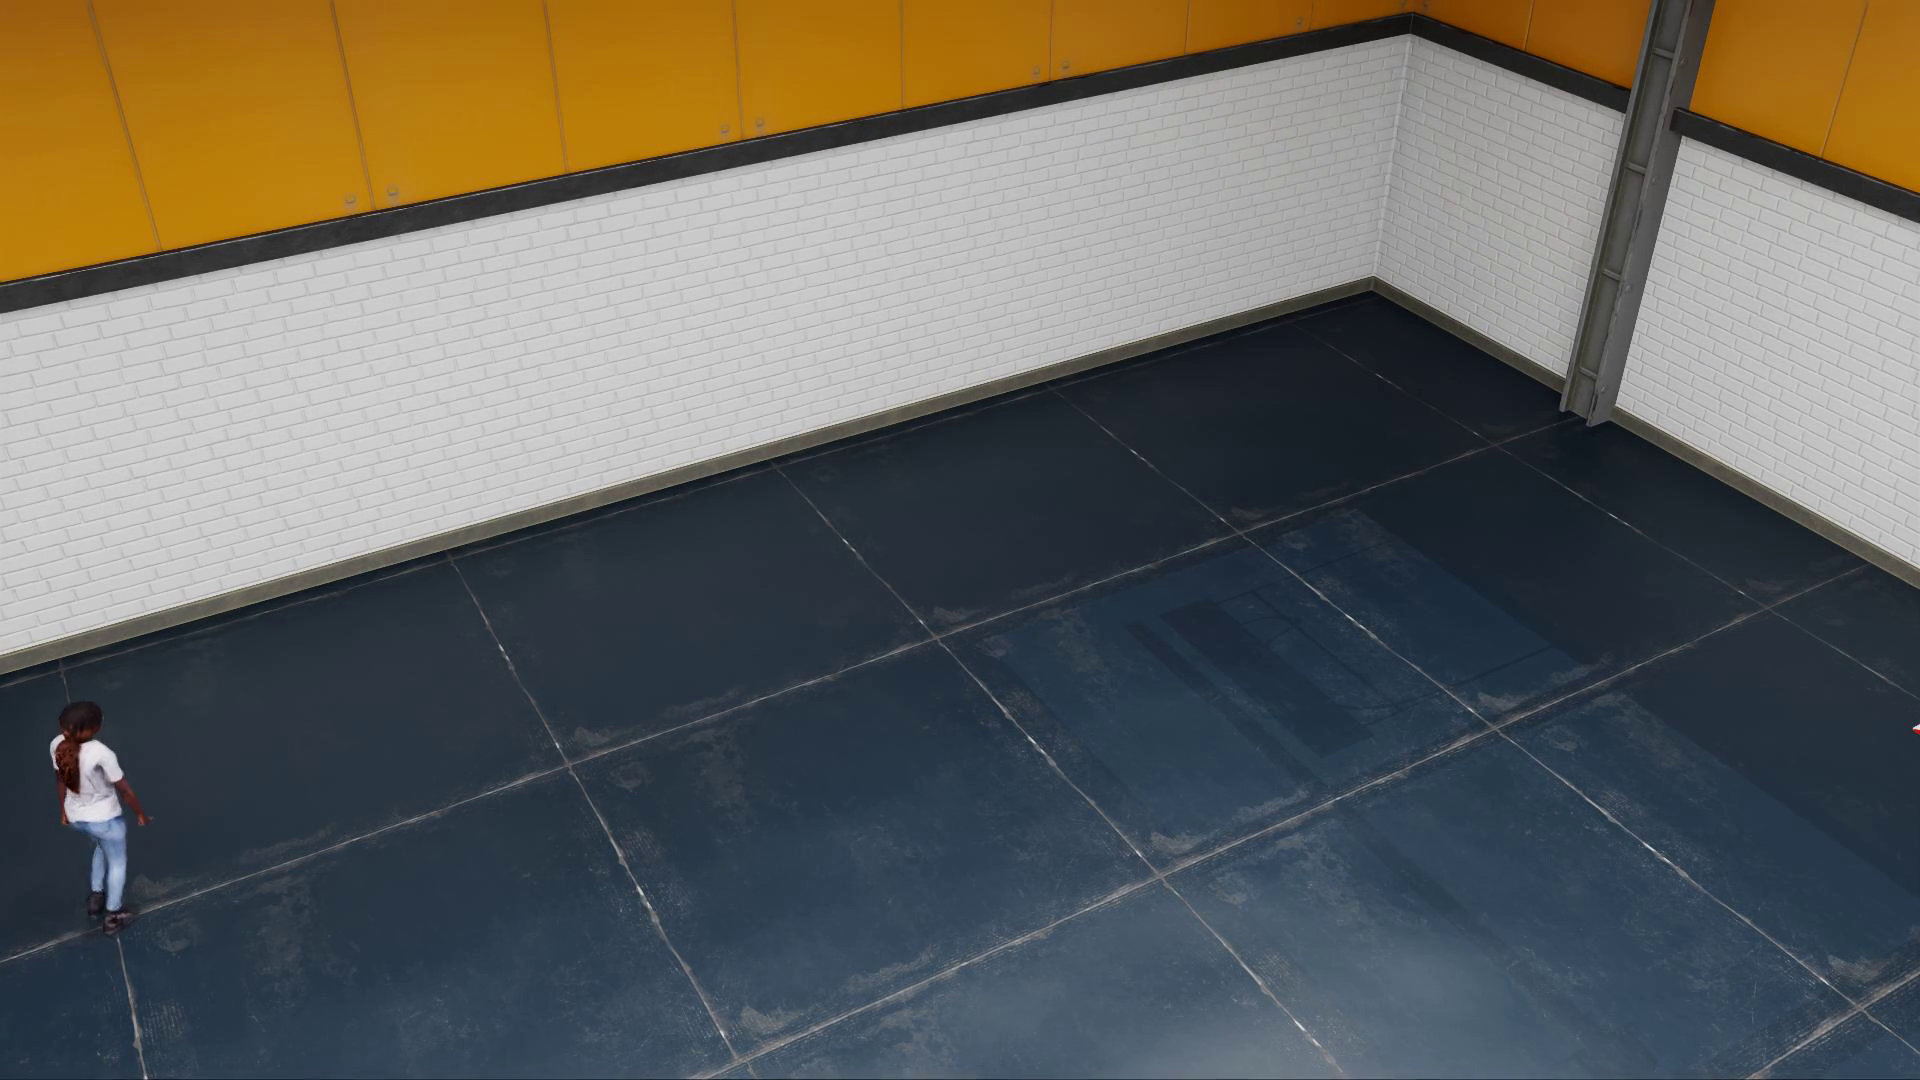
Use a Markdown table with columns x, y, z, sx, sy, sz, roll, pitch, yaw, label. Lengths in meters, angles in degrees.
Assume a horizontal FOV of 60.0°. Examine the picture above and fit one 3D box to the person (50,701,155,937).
| x | y | z | sx | sy | sz | roll | pitch | yaw | label |
| --- | --- | --- | --- | --- | --- | --- | --- | --- | --- |
| -5.290 | 1.718 | 10.117 | 0.759 | 1.689 | 0.824 | 3 | 34 | 4 | person |
